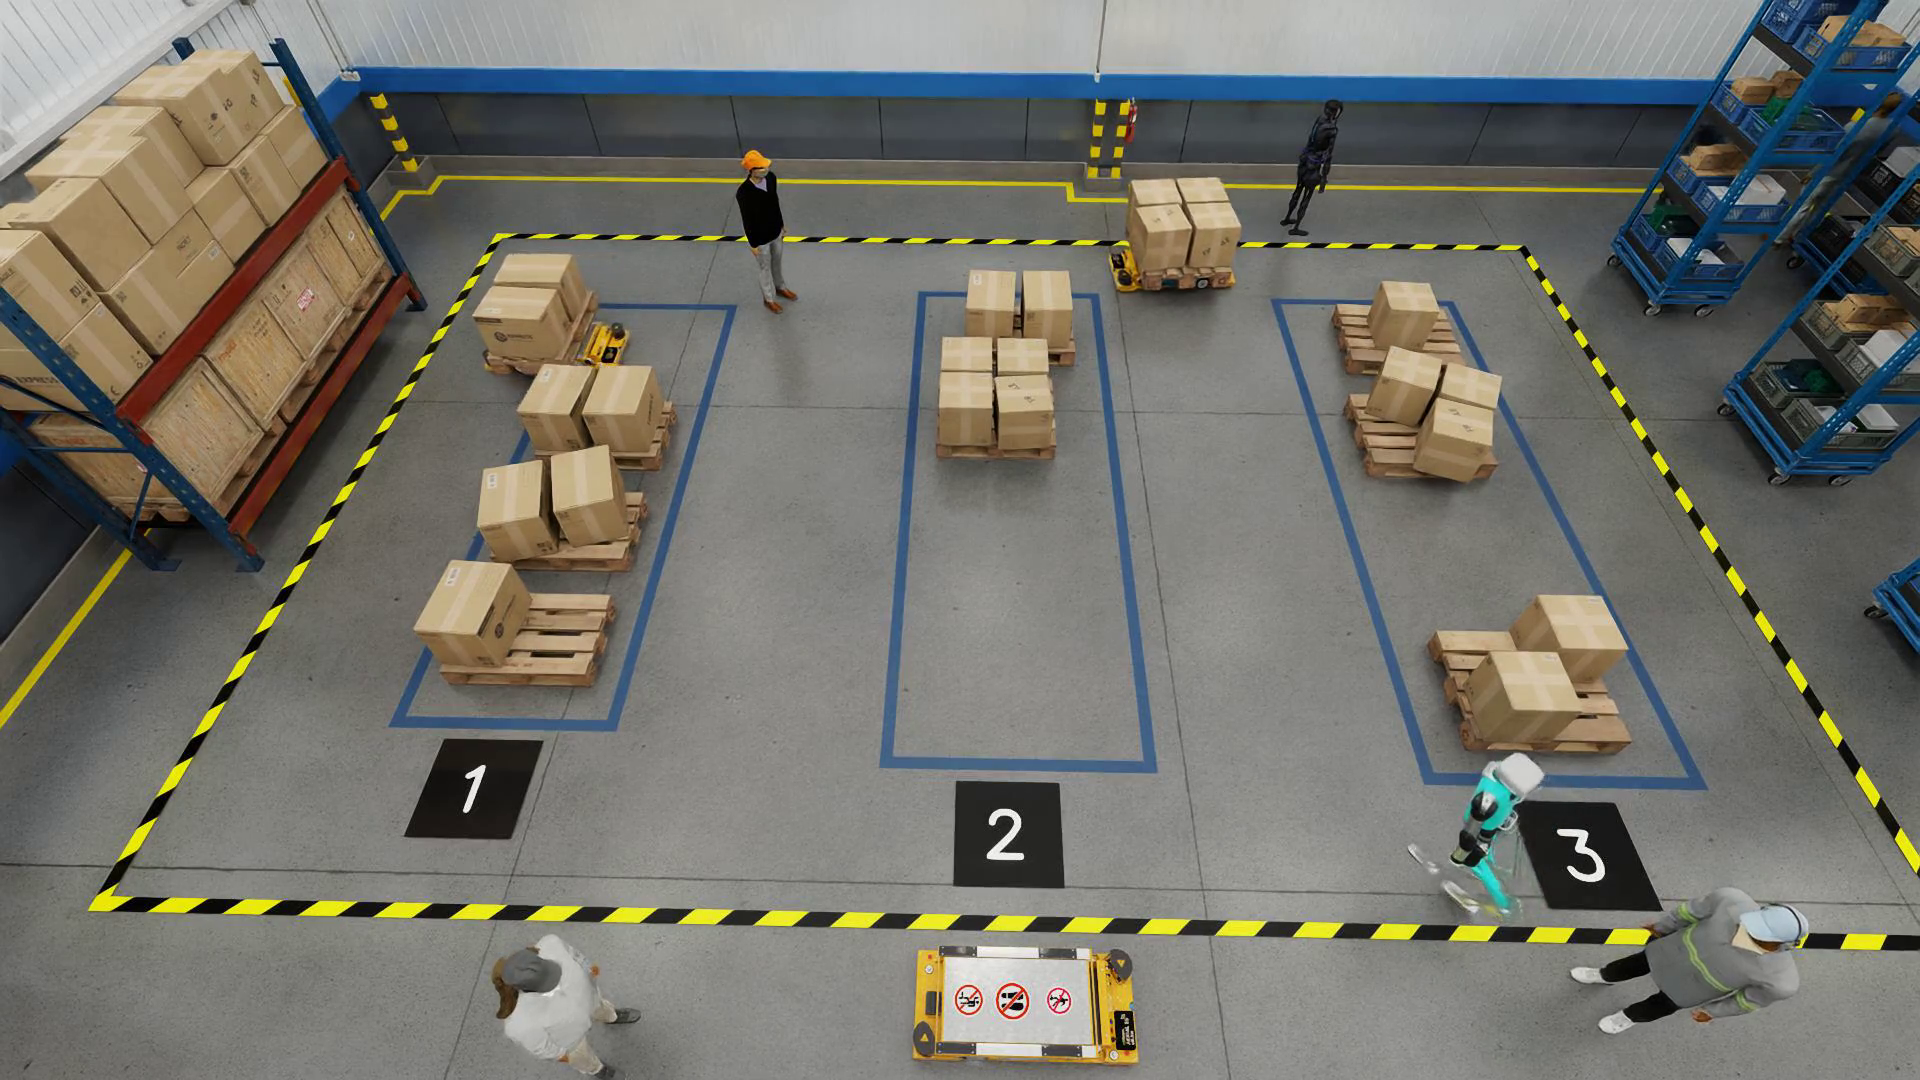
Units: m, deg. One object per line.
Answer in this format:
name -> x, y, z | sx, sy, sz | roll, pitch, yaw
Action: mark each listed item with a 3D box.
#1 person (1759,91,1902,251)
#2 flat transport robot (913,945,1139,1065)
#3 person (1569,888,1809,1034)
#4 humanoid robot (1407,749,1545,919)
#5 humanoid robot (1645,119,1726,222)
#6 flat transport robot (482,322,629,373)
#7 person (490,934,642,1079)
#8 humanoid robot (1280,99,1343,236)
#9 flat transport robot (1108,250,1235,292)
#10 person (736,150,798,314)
person -> 10.477, -4.389, 10.987 | 0.634, 1.937, 0.355 | -1, 51, -1
flat transport robot -> 0.422, 3.041, 6.007 | 1.431, 0.231, 0.659 | 1, 51, 1
person -> 4.300, 2.520, 5.410 | 0.401, 1.851, 0.589 | -5, 51, -4
humanoid robot -> 3.470, 2.027, 5.888 | 0.557, 1.770, 0.821 | -35, 59, -25
humanoid robot -> 9.071, -4.687, 11.397 | 0.584, 1.653, 0.349 | -14, 52, -11
flat transport robot -> -4.510, -2.164, 10.232 | 1.431, 0.197, 0.652 | 1, 51, 1
person -> -2.273, 2.719, 5.304 | 0.402, 1.763, 0.562 | 4, 51, 3
humanoid robot -> 4.365, -4.613, 11.331 | 0.315, 1.653, 0.599 | -7, 51, -6
flat transport robot -> 2.584, -3.343, 11.193 | 1.431, 0.197, 0.652 | -4, 51, -3
person -> -2.161, -3.439, 10.246 | 0.353, 1.884, 0.589 | 25, 55, 19
